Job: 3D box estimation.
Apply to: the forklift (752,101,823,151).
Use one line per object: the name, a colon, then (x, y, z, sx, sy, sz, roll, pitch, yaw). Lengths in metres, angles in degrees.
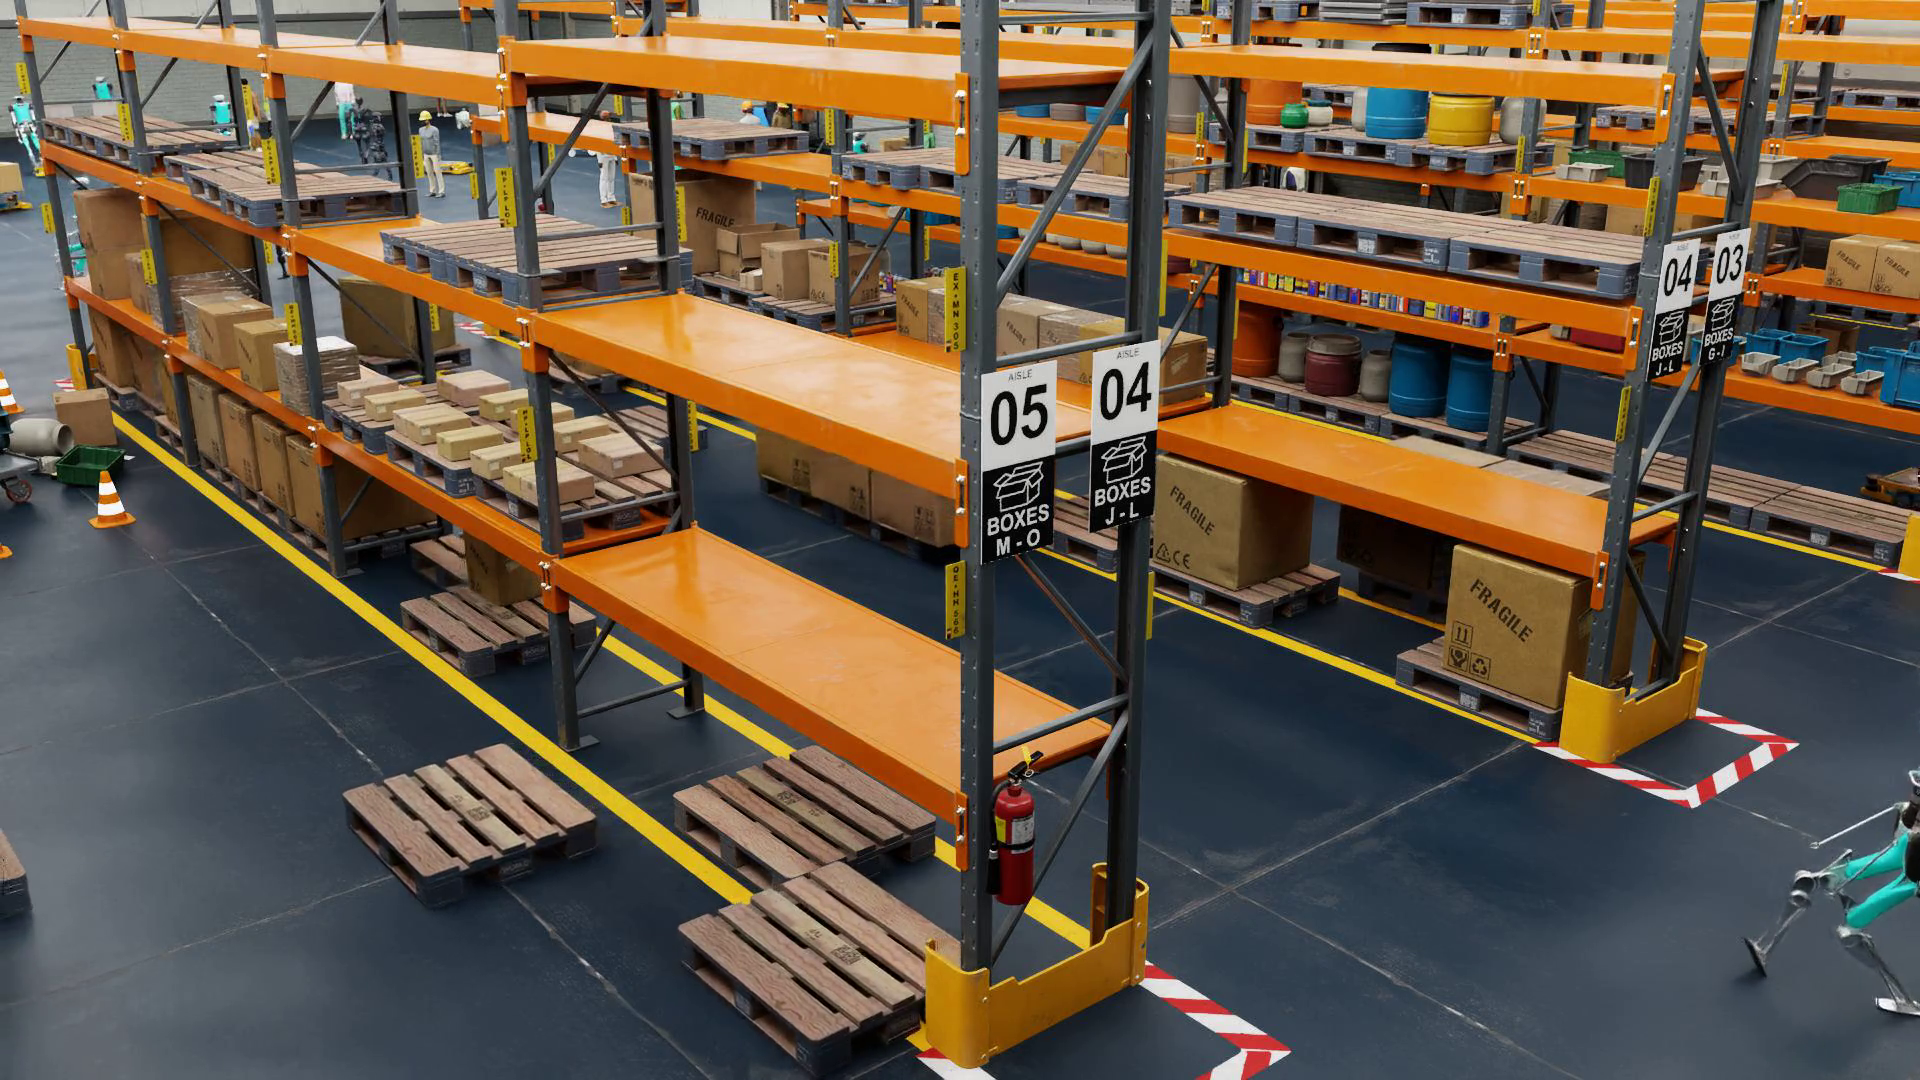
forklift: (-4.526, -11.368, 42.374, 1.129, 2.768, 1.873, -15, 24, -37)

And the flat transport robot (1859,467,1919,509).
flat transport robot: (8.986, -0.364, 14.972, 0.659, 0.231, 1.431, -13, 23, -33)

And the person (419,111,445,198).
person: (-10.935, -7.956, 34.335, 0.516, 1.756, 0.338, 9, 21, 23)

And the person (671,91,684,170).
person: (-6.485, -9.397, 38.128, 0.385, 1.972, 0.479, -6, 20, -16)

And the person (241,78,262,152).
person: (-18.051, -10.790, 42.275, 0.796, 1.842, 0.419, 7, 21, 20)

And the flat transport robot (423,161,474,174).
flat transport robot: (-12.022, -8.610, 38.440, 1.431, 0.231, 0.659, 4, 20, 11)

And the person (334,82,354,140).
person: (-16.711, -11.839, 45.186, 0.510, 1.880, 0.851, -3, 20, -9)

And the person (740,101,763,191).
person: (-4.426, -8.306, 35.139, 0.568, 1.889, 0.388, -13, 23, -33)

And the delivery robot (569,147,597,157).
delivery robot: (-9.396, -9.872, 41.606, 0.774, 0.599, 0.499, -2, 19, -6)

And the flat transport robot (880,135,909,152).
flat transport robot: (-1.327, -8.147, 37.123, 0.659, 0.231, 1.431, -8, 21, -21)

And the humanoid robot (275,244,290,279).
humanoid robot: (-10.451, -4.855, 25.617, 0.603, 1.652, 0.320, 2, 19, 7)

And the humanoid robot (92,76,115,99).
humanoid robot: (-22.684, -11.510, 44.553, 0.558, 1.814, 0.901, 1, 19, 3)

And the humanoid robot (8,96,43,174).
humanoid robot: (-21.253, -9.220, 37.991, 0.532, 1.777, 0.754, -16, 25, -39)

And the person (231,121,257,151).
person: (-14.592, -7.895, 33.991, 0.527, 1.879, 0.495, 2, 19, 6)

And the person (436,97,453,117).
person: (-16.149, -14.115, 51.683, 0.510, 1.878, 0.393, 10, 22, 26)

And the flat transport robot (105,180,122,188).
flat transport robot: (-17.014, -7.351, 34.858, 0.659, 0.231, 1.431, 7, 20, 18)

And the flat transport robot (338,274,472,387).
flat transport robot: (-6.475, -1.928, 19.422, 0.659, 0.231, 1.431, -18, 26, -41)

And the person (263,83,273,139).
person: (-18.546, -11.567, 44.711, 0.321, 1.688, 0.528, -10, 22, -27)

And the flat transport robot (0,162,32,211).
flat transport robot: (-19.007, -6.512, 32.469, 0.659, 0.231, 1.431, 10, 22, 26)

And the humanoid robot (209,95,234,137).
humanoid robot: (-17.318, -9.479, 38.784, 1.016, 1.781, 0.534, 13, 23, 32)

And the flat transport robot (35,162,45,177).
flat transport robot: (-20.811, -8.495, 38.112, 0.659, 0.231, 1.431, -10, 21, -25)

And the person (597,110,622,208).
person: (-6.993, -7.559, 33.015, 0.337, 1.882, 0.583, 9, 21, 24)

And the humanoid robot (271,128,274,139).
humanoid robot: (-15.705, -9.364, 38.469, 0.350, 1.649, 0.590, 2, 19, 7)

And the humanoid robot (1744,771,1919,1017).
humanoid robot: (4.184, 1.390, 7.780, 0.966, 1.767, 0.549, 7, 21, 19)

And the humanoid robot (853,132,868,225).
humanoid robot: (-1.656, -6.625, 30.704, 0.836, 1.870, 0.554, -16, 25, -39)

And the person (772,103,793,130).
person: (-3.944, -8.932, 37.120, 0.582, 1.744, 0.430, -13, 23, -33)

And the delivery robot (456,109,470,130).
delivery robot: (-14.332, -12.184, 48.172, 0.499, 0.589, 0.782, -12, 23, -31)

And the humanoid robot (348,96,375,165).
humanoid robot: (-14.160, -9.629, 39.244, 0.600, 1.638, 0.619, -3, 20, -9)

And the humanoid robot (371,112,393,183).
humanoid robot: (-12.439, -8.309, 35.534, 0.748, 1.642, 0.611, -2, 19, -5)

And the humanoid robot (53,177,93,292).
humanoid robot: (-12.953, -4.367, 24.234, 1.031, 1.775, 0.537, -6, 20, -17)

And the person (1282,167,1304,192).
person: (5.427, -5.478, 27.158, 0.383, 1.836, 0.567, 9, 21, 25)

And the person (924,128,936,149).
person: (-0.681, -7.530, 33.161, 0.479, 1.736, 0.318, 10, 22, 27)

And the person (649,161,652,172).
person: (-5.108, -6.028, 28.557, 0.371, 1.958, 0.596, 4, 20, 11)
